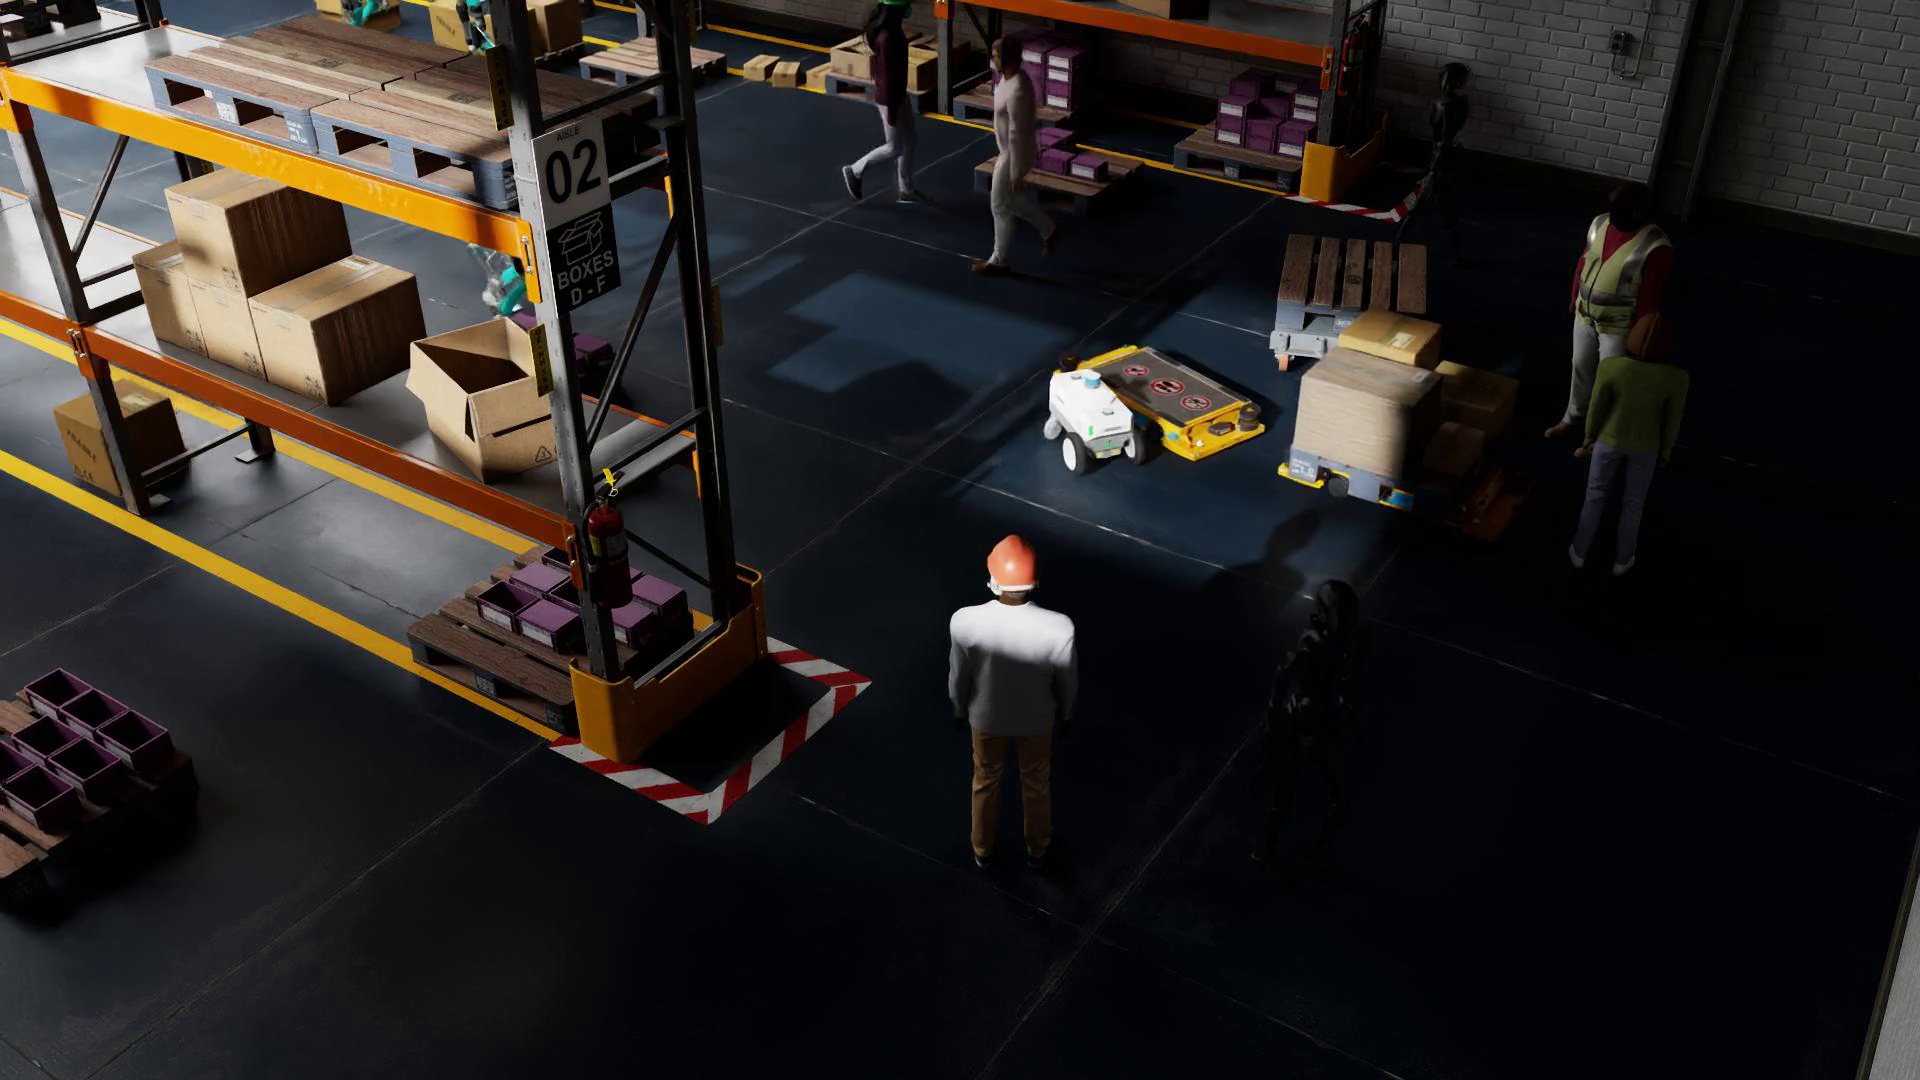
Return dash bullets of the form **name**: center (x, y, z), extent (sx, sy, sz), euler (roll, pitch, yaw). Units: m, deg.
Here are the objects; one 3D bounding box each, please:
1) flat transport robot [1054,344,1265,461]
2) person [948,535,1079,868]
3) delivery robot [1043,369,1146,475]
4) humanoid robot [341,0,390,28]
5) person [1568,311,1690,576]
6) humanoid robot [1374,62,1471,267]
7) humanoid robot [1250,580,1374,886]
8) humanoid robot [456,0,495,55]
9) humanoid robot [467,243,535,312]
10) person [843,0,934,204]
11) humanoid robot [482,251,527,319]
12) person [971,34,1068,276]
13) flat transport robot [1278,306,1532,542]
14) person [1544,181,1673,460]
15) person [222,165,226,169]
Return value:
- **flat transport robot**: center (1.347, -0.982, 11.383), extent (0.659, 0.231, 1.431), euler (-22, 39, -30)
- **person**: center (0.235, 0.736, 7.374), extent (0.571, 1.755, 0.320), euler (2, 33, 4)
- **delivery robot**: center (0.857, -0.787, 10.831), extent (0.516, 0.606, 0.778), euler (-11, 35, -16)
- **humanoid robot**: center (-6.315, -5.669, 17.255), extent (0.935, 1.778, 0.539), euler (28, 43, 36)
- **person**: center (3.789, -0.540, 9.446), extent (0.499, 1.636, 0.288), euler (13, 35, 19)
- **humanoid robot**: center (3.789, -2.959, 13.183), extent (0.795, 1.627, 0.584), euler (8, 34, 11)
- **humanoid robot**: center (1.530, 0.858, 7.264), extent (0.613, 1.643, 0.369), euler (-20, 38, -27)
- **humanoid robot**: center (-4.431, -4.810, 15.922), extent (0.538, 1.764, 0.906), euler (-29, 43, -36)
- **humanoid robot**: center (-3.466, -2.490, 12.406), extent (0.687, 1.852, 0.542), euler (21, 39, 29)
- **person**: center (-0.617, -3.775, 14.154), extent (0.683, 1.926, 0.503), euler (7, 34, 11)
- **humanoid robot**: center (-3.132, -1.998, 11.626), extent (0.781, 1.777, 0.541), euler (2, 33, 3)
- **person**: center (0.466, -2.958, 12.912), extent (0.671, 1.915, 0.636), euler (1, 33, 1)
- **flat transport robot**: center (2.806, -0.411, 10.504), extent (1.431, 0.231, 0.659), euler (20, 38, 28)
- **person**: center (4.123, -1.408, 10.608), extent (0.430, 1.833, 0.631), euler (-16, 36, -23)
- **person**: center (-5.178, -2.583, 12.396), extent (0.524, 1.846, 0.330), euler (-4, 33, -6)
